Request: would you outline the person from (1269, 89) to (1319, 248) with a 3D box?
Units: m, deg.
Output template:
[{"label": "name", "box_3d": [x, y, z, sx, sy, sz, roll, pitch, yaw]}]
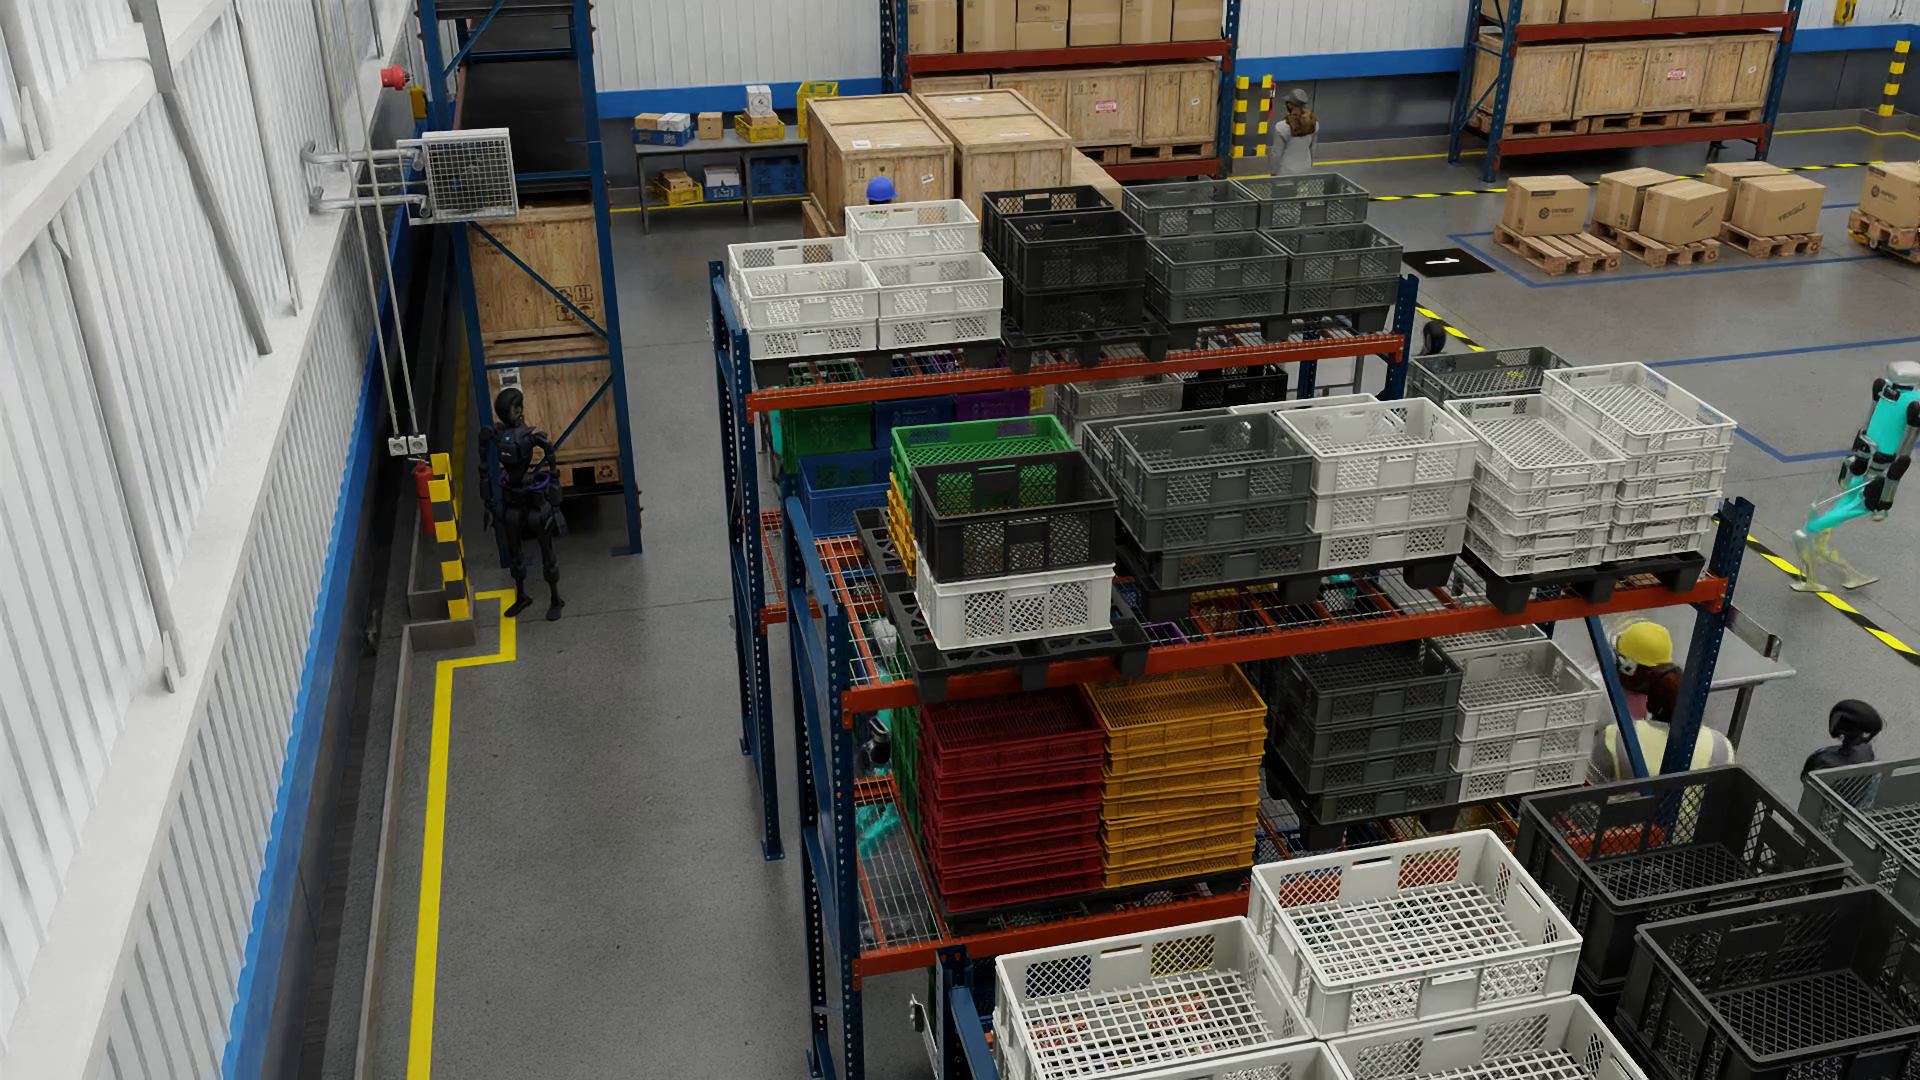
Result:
[{"label": "person", "box_3d": [3.596, -3.986, 17.999, 0.567, 1.769, 0.398, -13, 31, -24]}]

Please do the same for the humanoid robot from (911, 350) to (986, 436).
[{"label": "humanoid robot", "box_3d": [-0.107, -0.362, 11.057, 0.531, 1.700, 0.739, 4, 28, 8]}]

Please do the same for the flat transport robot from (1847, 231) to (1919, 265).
[{"label": "flat transport robot", "box_3d": [10.455, -3.211, 18.109, 0.652, 0.197, 1.431, -6, 28, -12]}]

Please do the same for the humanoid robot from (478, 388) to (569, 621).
[{"label": "humanoid robot", "box_3d": [-2.866, -0.231, 10.963, 0.599, 1.653, 0.315, 6, 28, 11]}]

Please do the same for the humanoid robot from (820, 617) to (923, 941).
[{"label": "humanoid robot", "box_3d": [-0.461, 1.228, 8.160, 0.693, 1.803, 0.530, -14, 31, -24]}]

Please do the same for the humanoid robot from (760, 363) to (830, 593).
[{"label": "humanoid robot", "box_3d": [-0.949, -0.397, 11.182, 0.665, 1.759, 0.544, -20, 34, -33]}]

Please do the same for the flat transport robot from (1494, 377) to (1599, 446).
[{"label": "flat transport robot", "box_3d": [4.780, -1.036, 14.013, 0.659, 0.231, 1.431, -6, 28, -12]}]

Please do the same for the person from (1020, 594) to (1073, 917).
[{"label": "person", "box_3d": [0.468, 1.042, 8.339, 0.356, 1.882, 0.572, -4, 28, -8]}]

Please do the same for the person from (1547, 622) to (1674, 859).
[{"label": "person", "box_3d": [3.197, 1.192, 8.162, 0.597, 1.778, 0.929, -17, 32, -29]}]

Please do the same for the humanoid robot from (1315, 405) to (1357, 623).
[{"label": "humanoid robot", "box_3d": [2.475, 0.102, 10.302, 0.539, 1.771, 0.969, -20, 34, -33]}]

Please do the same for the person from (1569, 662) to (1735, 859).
[{"label": "person", "box_3d": [3.163, 1.416, 7.705, 0.634, 1.816, 0.763, 2, 28, 3]}]

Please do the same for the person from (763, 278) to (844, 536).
[{"label": "person", "box_3d": [-1.133, -0.965, 11.976, 0.607, 2.044, 0.392, 6, 28, 12]}]

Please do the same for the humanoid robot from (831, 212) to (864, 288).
[{"label": "humanoid robot", "box_3d": [-1.029, -2.112, 14.601, 0.696, 1.631, 0.606, 8, 29, 14]}]

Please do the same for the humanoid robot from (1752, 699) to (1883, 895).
[{"label": "humanoid robot", "box_3d": [3.954, 1.450, 7.778, 0.600, 1.658, 0.376, -21, 34, -34]}]

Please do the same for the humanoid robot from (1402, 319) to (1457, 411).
[{"label": "humanoid robot", "box_3d": [3.354, -0.839, 12.124, 0.609, 1.652, 0.325, -6, 28, -11]}]

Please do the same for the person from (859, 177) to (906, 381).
[{"label": "person", "box_3d": [-0.679, -2.167, 14.357, 0.602, 1.949, 0.387, 22, 35, 35]}]

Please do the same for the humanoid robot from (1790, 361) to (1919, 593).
[{"label": "humanoid robot", "box_3d": [5.941, -0.348, 11.143, 0.922, 1.763, 0.536, -1, 28, -2]}]

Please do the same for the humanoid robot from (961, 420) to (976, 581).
[{"label": "humanoid robot", "box_3d": [-0.003, -0.028, 10.573, 0.315, 1.657, 0.599, 1, 28, 2]}]
